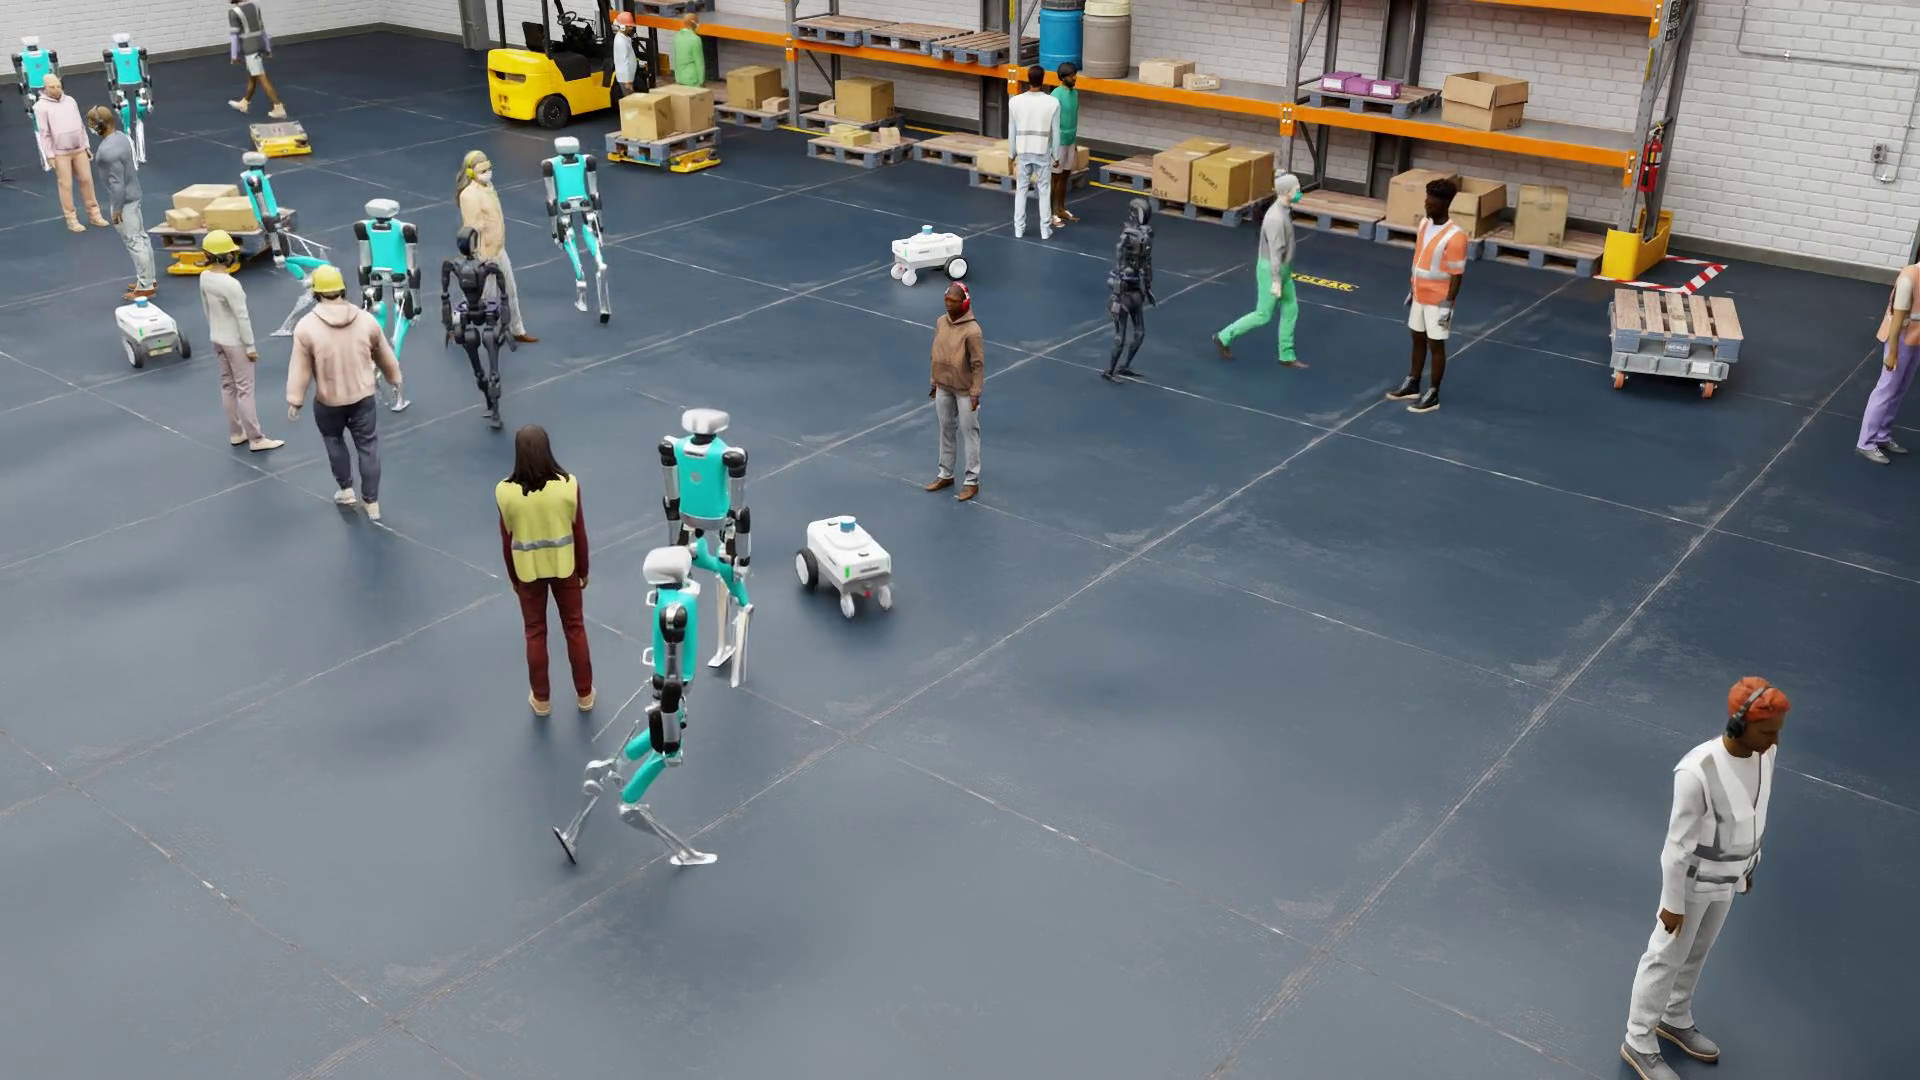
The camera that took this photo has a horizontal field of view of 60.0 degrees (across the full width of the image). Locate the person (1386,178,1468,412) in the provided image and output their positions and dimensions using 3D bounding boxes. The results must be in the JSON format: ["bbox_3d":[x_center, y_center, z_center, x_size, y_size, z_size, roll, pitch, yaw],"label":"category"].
[{"bbox_3d":[3.921,-2.040,13.846,0.361,1.963,0.611,-8,27,-17],"label":"person"}]

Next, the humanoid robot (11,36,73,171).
[{"bbox_3d":[-11.924,-5.660,21.616,0.538,1.795,0.705,-19,32,-34],"label":"humanoid robot"}]

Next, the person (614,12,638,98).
[{"bbox_3d":[-4.670,-6.537,23.419,0.349,1.738,0.571,-5,26,-10],"label":"person"}]

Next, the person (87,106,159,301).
[{"bbox_3d":[-8.371,-3.367,16.633,0.373,1.934,0.626,-6,27,-13],"label":"person"}]

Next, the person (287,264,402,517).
[{"bbox_3d":[-4.447,-1.085,11.997,0.845,1.842,0.633,-14,29,-27],"label":"person"}]

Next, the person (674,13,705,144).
[{"bbox_3d":[-3.757,-6.391,23.074,0.645,1.773,0.392,22,34,38],"label":"person"}]

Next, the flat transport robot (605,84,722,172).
[{"bbox_3d":[-3.951,-5.139,22.213,1.431,0.231,0.659,16,30,30],"label":"flat transport robot"}]

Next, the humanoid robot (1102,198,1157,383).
[{"bbox_3d":[1.460,-2.169,14.448,0.386,1.638,0.585,18,31,33],"label":"humanoid robot"}]

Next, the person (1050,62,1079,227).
[{"bbox_3d":[1.181,-4.590,19.260,0.400,1.850,0.492,18,31,33],"label":"person"}]

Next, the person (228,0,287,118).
[{"bbox_3d":[-10.578,-7.252,24.613,1.052,1.980,0.629,6,26,12],"label":"person"}]

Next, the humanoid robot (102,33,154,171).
[{"bbox_3d":[-10.886,-5.752,21.819,0.544,1.798,0.775,-18,31,-32],"label":"humanoid robot"}]

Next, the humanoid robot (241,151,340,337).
[{"bbox_3d":[-6.178,-2.798,15.690,0.922,1.768,0.603,-8,27,-16],"label":"humanoid robot"}]

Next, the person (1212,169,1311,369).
[{"bbox_3d":[2.737,-2.408,14.779,0.844,1.808,0.506,9,27,19],"label":"person"}]

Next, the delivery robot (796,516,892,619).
[{"bbox_3d":[-0.735,0.120,10.961,0.499,0.566,0.739,-12,28,-24],"label":"delivery robot"}]

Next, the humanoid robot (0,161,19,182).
[{"bbox_3d":[-12.470,-5.396,21.164,0.607,1.643,0.614,-5,26,-10],"label":"humanoid robot"}]

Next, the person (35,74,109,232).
[{"bbox_3d":[-10.223,-4.435,19.025,0.404,1.771,0.541,16,30,30],"label":"person"}]

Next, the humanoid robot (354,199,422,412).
[{"bbox_3d":[-4.767,-1.855,13.776,0.548,1.827,0.736,3,26,7],"label":"humanoid robot"}]

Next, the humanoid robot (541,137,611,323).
[{"bbox_3d":[-3.607,-2.918,15.974,0.530,1.775,1.015,-12,28,-24],"label":"humanoid robot"}]

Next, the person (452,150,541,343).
[{"bbox_3d":[-4.392,-2.665,15.279,0.766,1.855,0.570,3,26,7],"label":"person"}]

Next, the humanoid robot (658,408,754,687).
[{"bbox_3d":[-1.404,0.006,9.876,0.551,1.792,0.767,8,27,16],"label":"humanoid robot"}]

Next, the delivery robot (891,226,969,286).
[{"bbox_3d":[-0.323,-2.989,17.449,0.813,0.609,0.499,-13,29,-25],"label":"delivery robot"}]

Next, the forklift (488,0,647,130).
[{"bbox_3d":[-5.874,-7.334,24.552,1.214,2.155,2.313,19,32,34],"label":"forklift"}]

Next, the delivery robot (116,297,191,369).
[{"bbox_3d":[-7.434,-1.928,15.221,0.499,0.583,0.777,-21,33,-36],"label":"delivery robot"}]

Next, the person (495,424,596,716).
[{"bbox_3d":[-2.338,0.192,9.456,0.469,1.764,0.359,-7,27,-14],"label":"person"}]

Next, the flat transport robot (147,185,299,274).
[{"bbox_3d":[-7.979,-3.175,18.146,0.659,0.231,1.431,2,26,4],"label":"flat transport robot"}]

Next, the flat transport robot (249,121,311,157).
[{"bbox_3d":[-9.461,-5.577,23.120,0.659,0.231,1.431,-12,28,-23],"label":"flat transport robot"}]

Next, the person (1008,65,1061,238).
[{"bbox_3d":[0.829,-4.347,18.693,0.588,1.909,0.382,5,26,11],"label":"person"}]

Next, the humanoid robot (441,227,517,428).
[{"bbox_3d":[-3.926,-1.725,13.538,0.600,1.640,0.654,1,26,2],"label":"humanoid robot"}]

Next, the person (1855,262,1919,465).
[{"bbox_3d":[7.324,-1.516,12.897,0.569,1.843,0.373,-19,32,-34],"label":"person"}]

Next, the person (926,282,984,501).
[{"bbox_3d":[-0.015,-1.107,12.269,0.459,1.651,0.333,19,32,34],"label":"person"}]

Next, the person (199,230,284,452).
[{"bbox_3d":[-5.706,-1.567,13.092,0.524,1.768,0.329,19,32,34],"label":"person"}]

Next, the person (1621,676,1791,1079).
[{"bbox_3d":[3.069,1.393,6.827,0.573,1.887,0.355,-17,31,-32],"label":"person"}]

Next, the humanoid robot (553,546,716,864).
[{"bbox_3d":[-1.689,0.876,8.095,0.933,1.773,0.545,-2,26,-5],"label":"humanoid robot"}]
